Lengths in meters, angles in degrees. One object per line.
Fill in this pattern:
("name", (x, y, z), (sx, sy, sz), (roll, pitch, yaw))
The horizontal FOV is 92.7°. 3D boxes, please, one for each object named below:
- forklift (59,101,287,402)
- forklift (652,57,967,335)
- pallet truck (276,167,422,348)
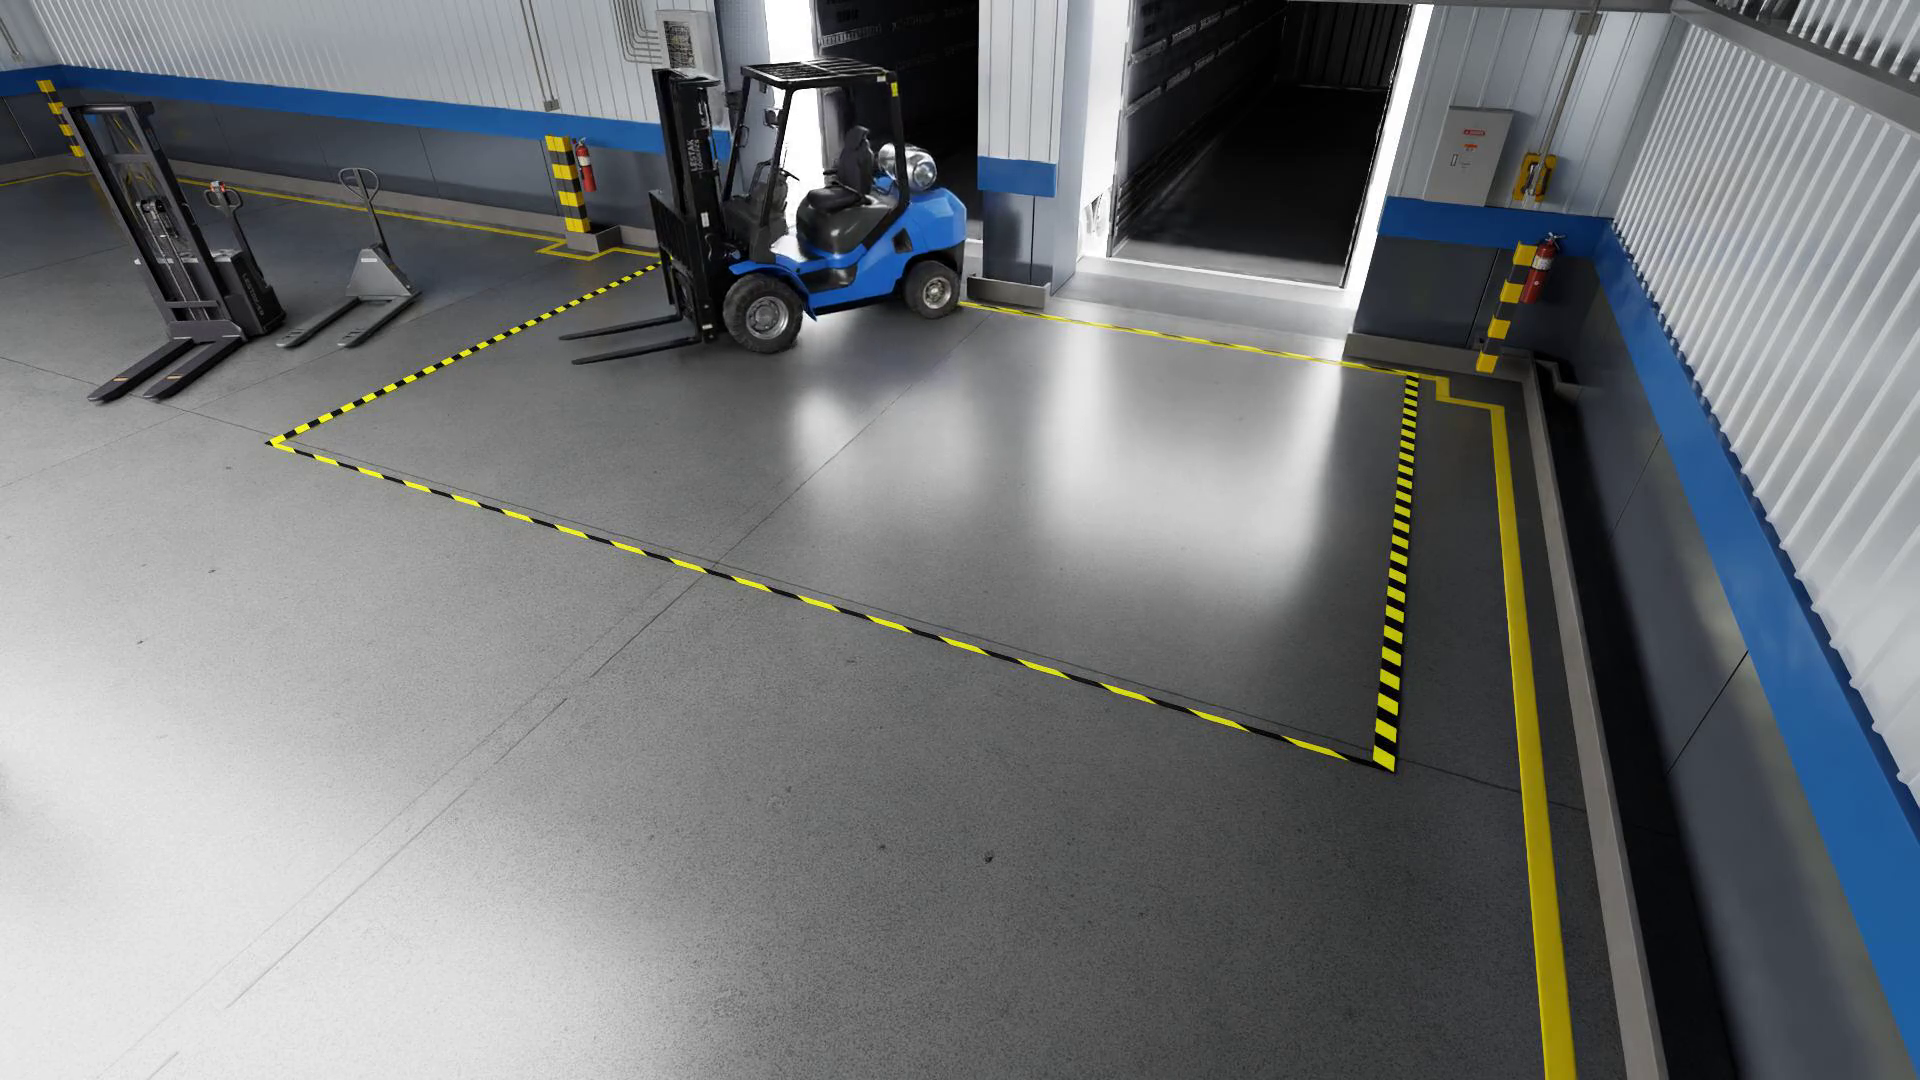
("forklift", (-6.686, -2.387, 7.434), (0.823, 1.965, 1.885), (-3, 35, -5))
("forklift", (-1.287, -3.133, 8.185), (2.680, 2.036, 1.157), (-18, 39, -24))
("pallet truck", (-5.732, -2.611, 8.414), (0.680, 1.201, 1.601), (-1, 35, -1))
